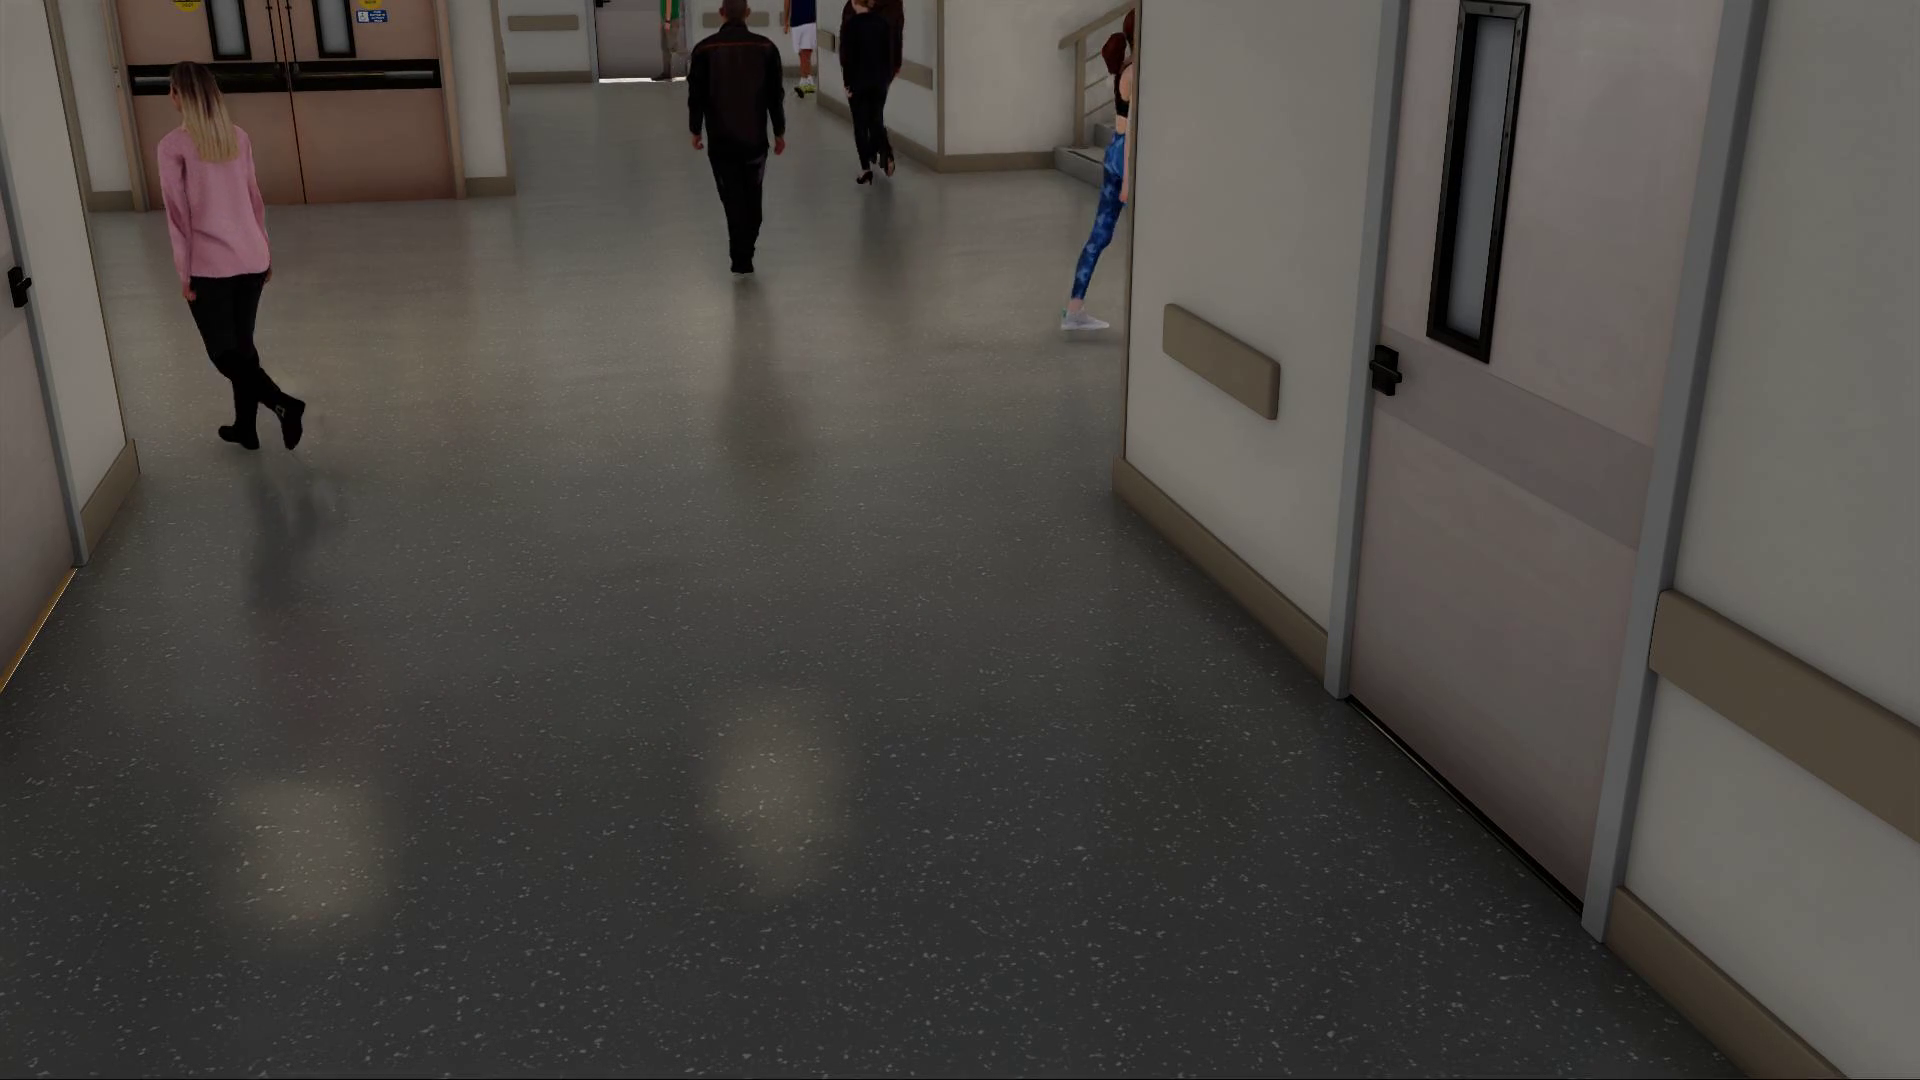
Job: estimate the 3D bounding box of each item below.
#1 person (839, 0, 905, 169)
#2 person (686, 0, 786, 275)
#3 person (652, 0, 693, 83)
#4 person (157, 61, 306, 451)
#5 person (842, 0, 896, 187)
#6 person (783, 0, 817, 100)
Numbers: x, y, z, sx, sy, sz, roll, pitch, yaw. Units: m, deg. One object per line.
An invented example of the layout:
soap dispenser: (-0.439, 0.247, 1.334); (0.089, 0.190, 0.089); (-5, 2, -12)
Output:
person: (-0.770, -4.315, 15.201); (1.112, 1.818, 0.928); (-9, 23, -23)
person: (-1.412, -2.594, 10.670); (1.109, 1.810, 0.873); (-7, 22, -17)
person: (-3.919, -7.163, 22.980); (0.960, 1.635, 0.569); (-5, 21, -13)
person: (-3.069, -1.150, 7.061); (1.020, 1.666, 0.983); (13, 25, 32)
person: (-0.747, -3.851, 14.185); (0.782, 1.671, 0.796); (-12, 24, -29)
person: (-1.923, -6.492, 21.012); (1.213, 1.774, 1.192); (9, 22, 22)
